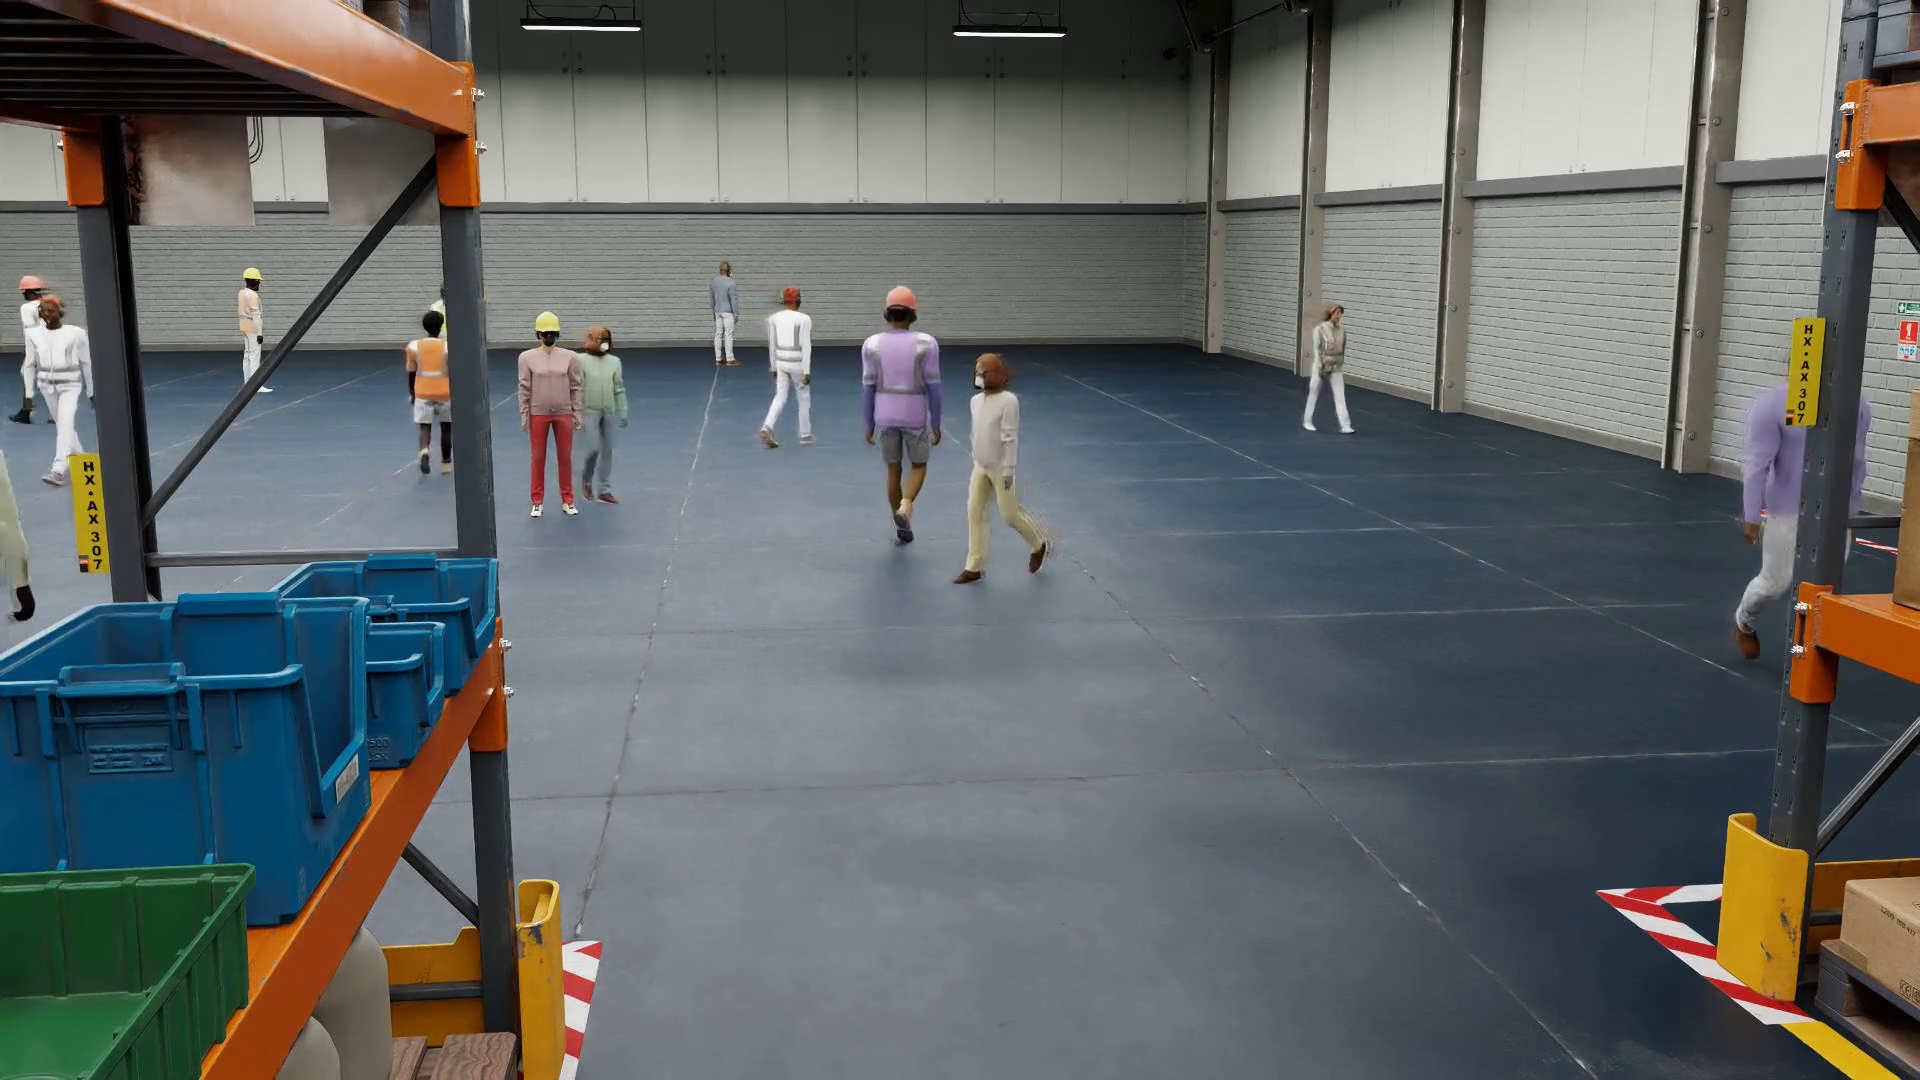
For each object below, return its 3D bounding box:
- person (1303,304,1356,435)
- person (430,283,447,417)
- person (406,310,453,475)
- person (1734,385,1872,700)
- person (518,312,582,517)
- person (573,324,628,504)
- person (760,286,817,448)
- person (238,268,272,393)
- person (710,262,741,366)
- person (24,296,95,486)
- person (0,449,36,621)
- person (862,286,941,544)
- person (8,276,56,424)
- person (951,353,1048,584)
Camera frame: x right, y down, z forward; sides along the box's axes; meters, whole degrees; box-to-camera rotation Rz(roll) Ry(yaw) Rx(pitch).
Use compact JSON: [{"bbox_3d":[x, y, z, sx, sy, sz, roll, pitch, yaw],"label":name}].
[{"bbox_3d":[4.526,-2.099,20.428,0.516,1.587,0.887,-4,11,-21],"label":"person"},{"bbox_3d":[-6.825,-2.543,22.281,0.657,1.791,0.941,1,10,4],"label":"person"},{"bbox_3d":[-5.257,-1.457,16.640,0.538,1.674,0.606,-1,10,-8],"label":"person"},{"bbox_3d":[4.488,-0.160,8.912,0.637,1.913,0.834,0,10,2],"label":"person"},{"bbox_3d":[-3.525,-1.078,14.339,0.533,1.766,0.317,-4,11,-22],"label":"person"},{"bbox_3d":[-3.232,-1.128,14.975,0.525,1.619,0.332,-10,14,-43],"label":"person"},{"bbox_3d":[-1.971,-1.986,19.102,0.580,1.856,0.889,5,12,28],"label":"person"},{"bbox_3d":[-10.950,-3.244,25.776,0.379,1.922,0.592,-9,14,-42],"label":"person"},{"bbox_3d":[-4.407,-4.236,31.180,0.635,1.936,0.351,7,13,34],"label":"person"},{"bbox_3d":[-8.833,-1.466,16.290,0.595,1.828,1.012,-1,10,-3],"label":"person"},{"bbox_3d":[-4.223,0.158,7.018,0.641,1.956,0.880,-1,10,-3],"label":"person"},{"bbox_3d":[-0.458,-0.942,12.869,0.629,2.030,0.578,2,10,9],"label":"person"},{"bbox_3d":[-11.923,-2.432,21.386,0.910,1.897,0.574,2,11,13],"label":"person"},{"bbox_3d":[0.286,-0.508,11.651,0.718,1.613,0.505,-9,14,-40],"label":"person"}]
